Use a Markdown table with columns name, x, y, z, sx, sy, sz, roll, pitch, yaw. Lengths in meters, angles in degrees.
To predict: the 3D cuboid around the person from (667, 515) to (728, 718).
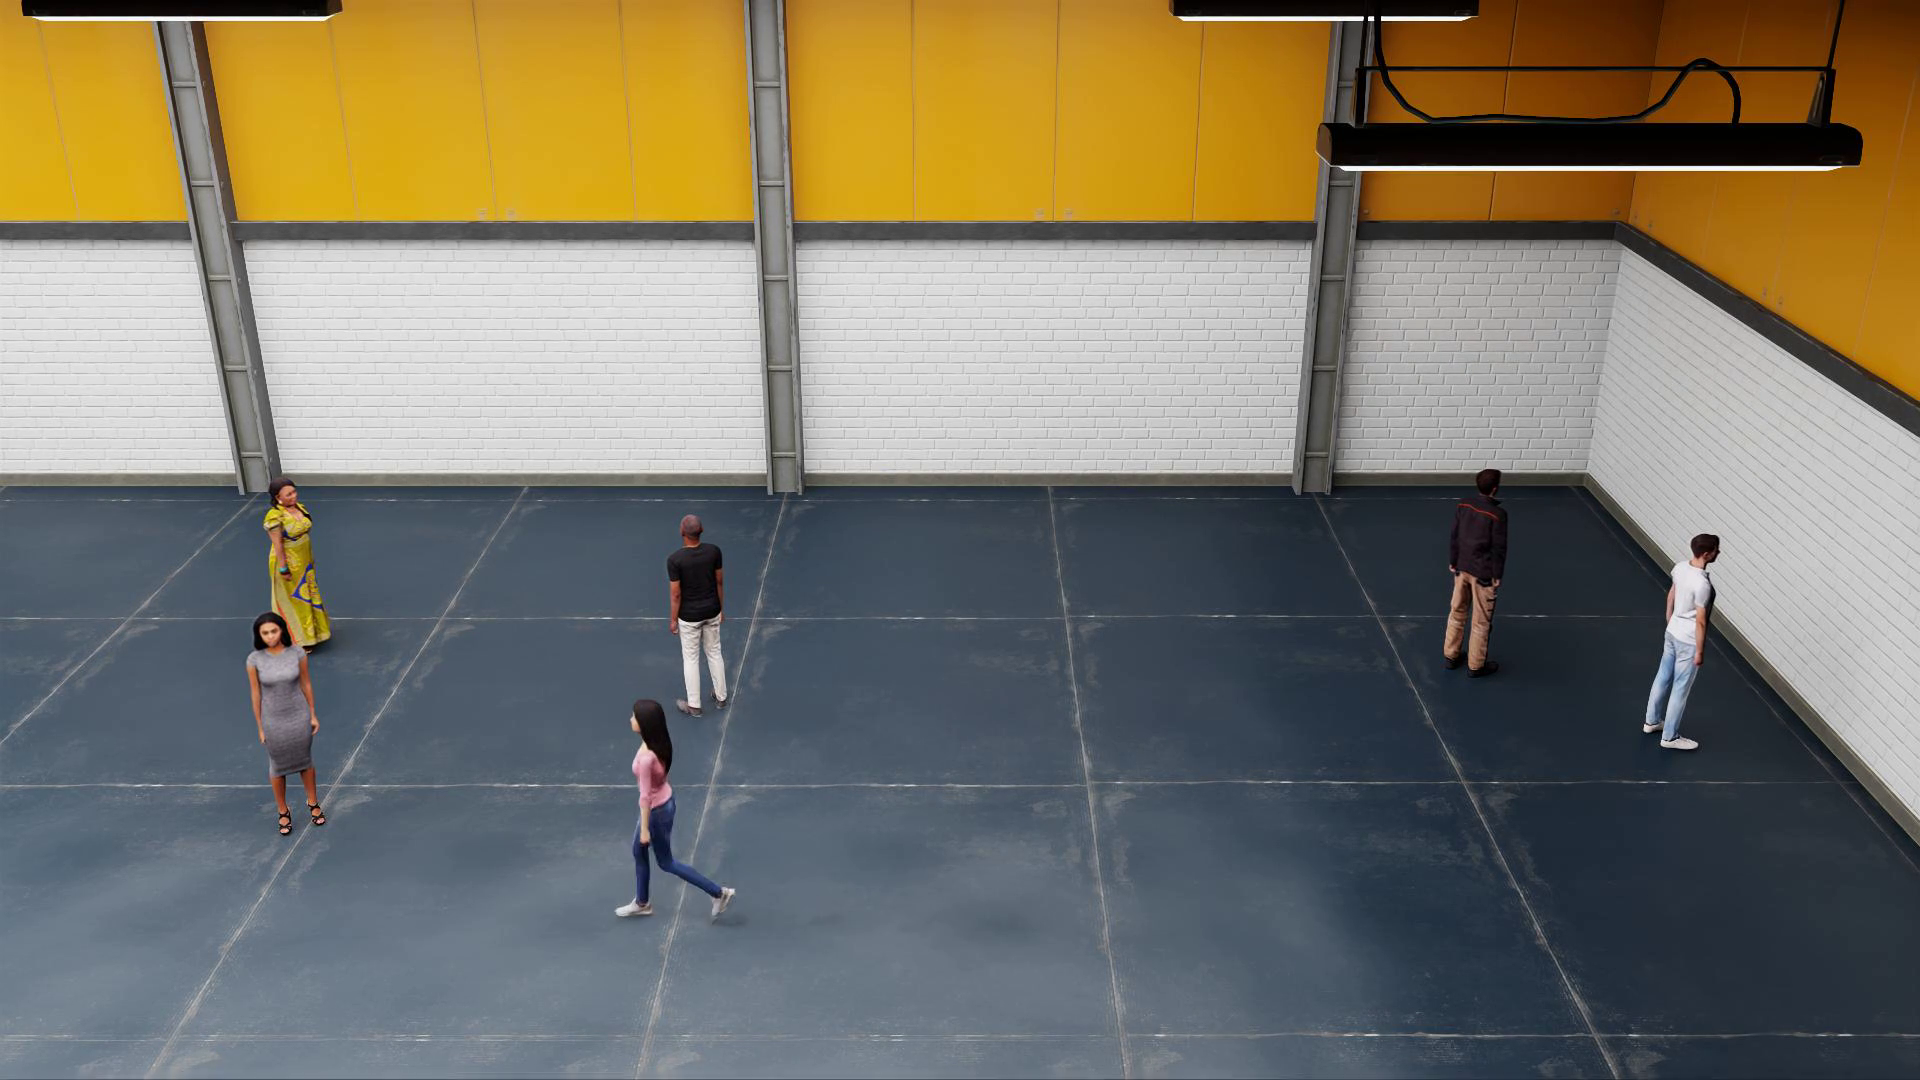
| name | x | y | z | sx | sy | sz | roll | pitch | yaw |
| --- | --- | --- | --- | --- | --- | --- | --- | --- | --- |
| person | -2.199 | 0.630 | 13.997 | 0.729 | 1.805 | 0.819 | -16 | 28 | -32 |

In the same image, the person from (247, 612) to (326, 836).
| name | x | y | z | sx | sy | sz | roll | pitch | yaw |
| --- | --- | --- | --- | --- | --- | --- | --- | --- | --- |
| person | -5.015 | 1.350 | 12.380 | 0.606 | 1.781 | 0.719 | -12 | 26 | -26 |

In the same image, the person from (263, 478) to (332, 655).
| name | x | y | z | sx | sy | sz | roll | pitch | yaw |
| --- | --- | --- | --- | --- | --- | --- | --- | --- | --- |
| person | -6.073 | 0.204 | 15.152 | 0.813 | 1.660 | 0.886 | 3 | 24 | 7 |

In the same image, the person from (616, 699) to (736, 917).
| name | x | y | z | sx | sy | sz | roll | pitch | yaw |
| --- | --- | --- | --- | --- | --- | --- | --- | --- | --- |
| person | -1.971 | 1.865 | 11.284 | 1.055 | 1.715 | 0.578 | 0 | 24 | 0 |

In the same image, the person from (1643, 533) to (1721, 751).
| name | x | y | z | sx | sy | sz | roll | pitch | yaw |
| --- | --- | --- | --- | --- | --- | --- | --- | --- | --- |
| person | 5.902 | 0.799 | 13.552 | 0.565 | 1.851 | 0.678 | -2 | 24 | -6 |

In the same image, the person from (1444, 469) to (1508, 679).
| name | x | y | z | sx | sy | sz | roll | pitch | yaw |
| --- | --- | --- | --- | --- | --- | --- | --- | --- | --- |
| person | 4.549 | 0.276 | 14.658 | 0.826 | 1.925 | 0.790 | -18 | 29 | -36 |
